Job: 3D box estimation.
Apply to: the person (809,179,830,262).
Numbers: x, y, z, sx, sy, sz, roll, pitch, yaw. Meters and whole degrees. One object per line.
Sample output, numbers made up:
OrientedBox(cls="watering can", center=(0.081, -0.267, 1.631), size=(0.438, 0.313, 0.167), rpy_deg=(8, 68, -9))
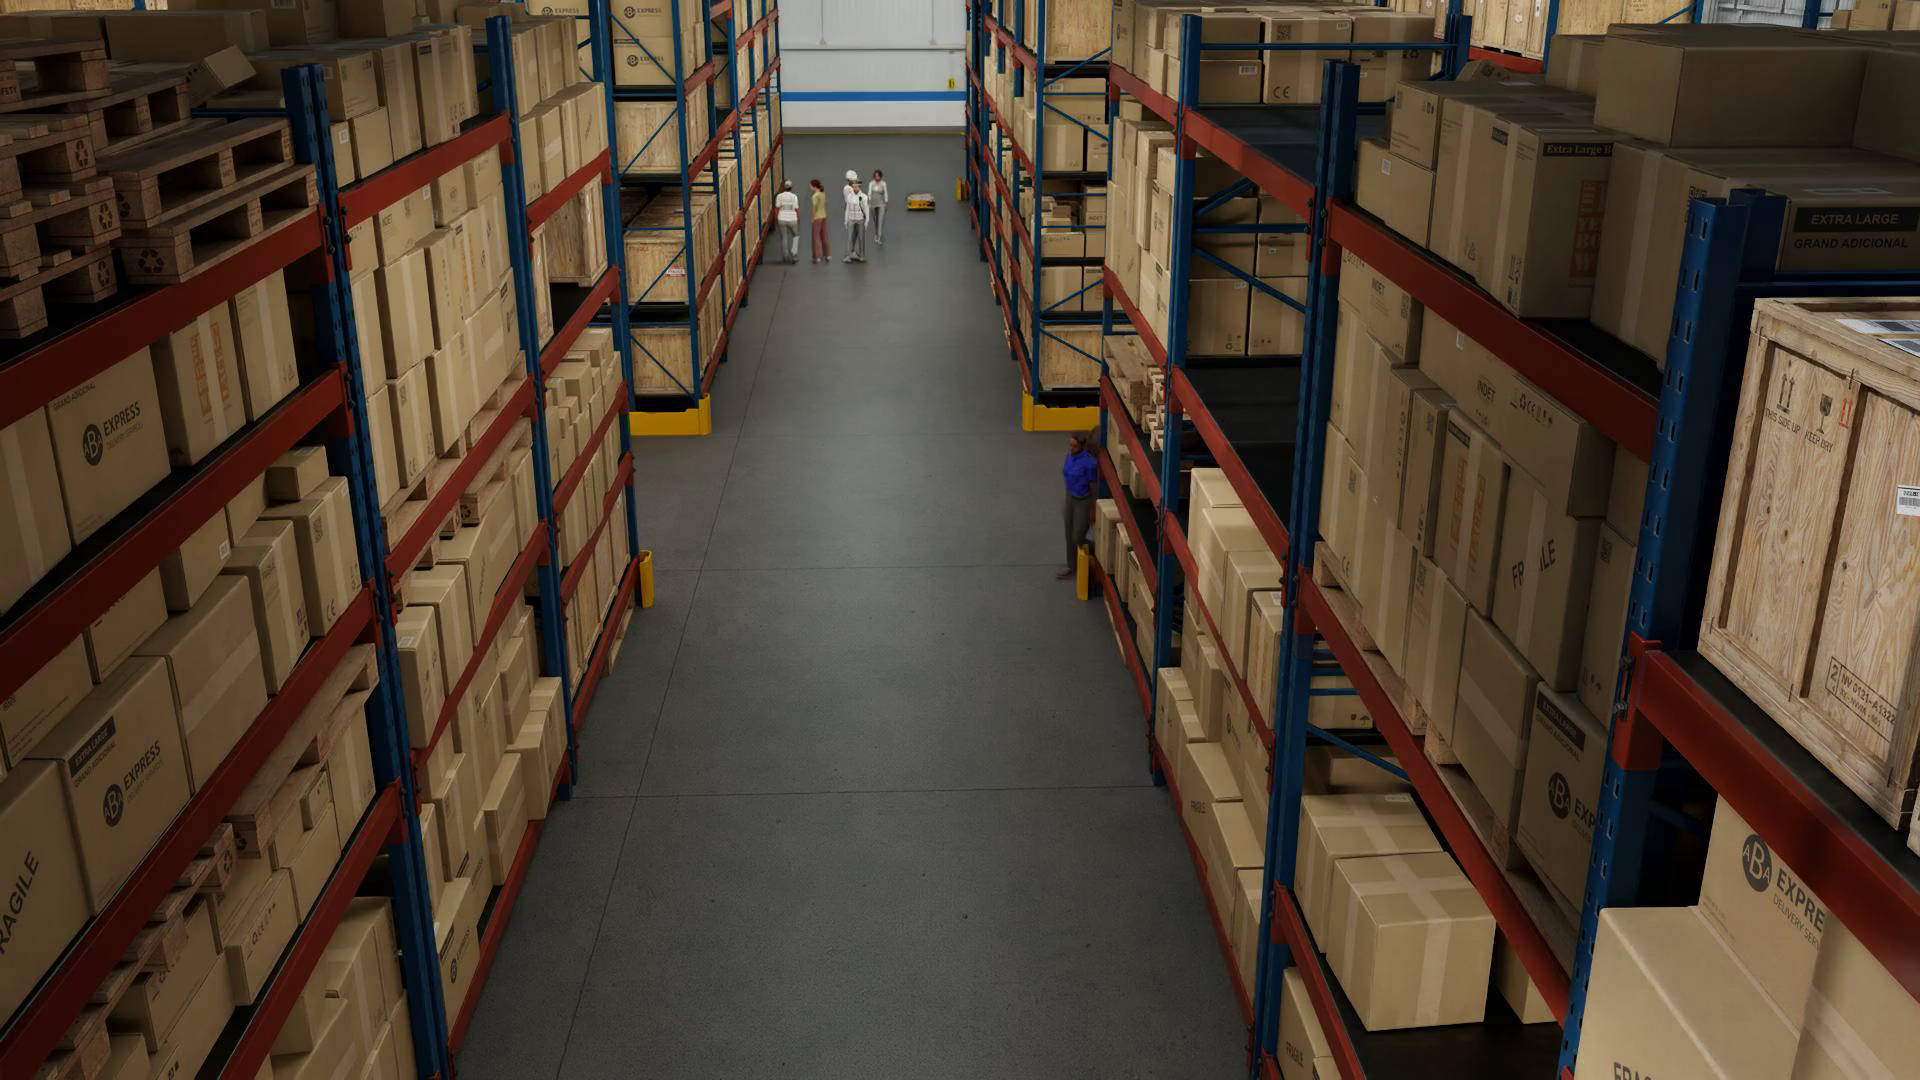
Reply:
OrientedBox(cls="person", center=(-2.934, -6.590, 34.254), size=(0.360, 1.677, 0.455), rpy_deg=(9, 22, 23))

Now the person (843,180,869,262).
OrientedBox(cls="person", center=(-2.156, -6.533, 34.115), size=(0.518, 1.671, 0.637), rpy_deg=(5, 21, 13))

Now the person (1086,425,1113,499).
OrientedBox(cls="person", center=(1.544, -0.577, 18.040), size=(0.610, 1.805, 0.477), rpy_deg=(15, 25, 35))

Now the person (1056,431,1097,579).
OrientedBox(cls="person", center=(1.268, -0.371, 17.596), size=(0.465, 1.659, 0.522), rpy_deg=(-14, 25, -34))

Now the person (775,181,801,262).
OrientedBox(cls="person", center=(-3.537, -6.551, 34.182), size=(0.506, 1.663, 0.459), rpy_deg=(2, 21, 6))

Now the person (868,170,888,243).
OrientedBox(cls="person", center=(-1.809, -7.261, 36.209), size=(0.426, 1.558, 0.883), rpy_deg=(5, 21, 12))

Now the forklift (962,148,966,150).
OrientedBox(cls="forklift", center=(1.430, -12.621, 48.658), size=(3.031, 2.941, 1.121), rpy_deg=(17, 26, 38))

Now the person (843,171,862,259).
OrientedBox(cls="person", center=(-2.201, -6.804, 34.684), size=(0.398, 1.787, 0.669), rpy_deg=(5, 21, 13))

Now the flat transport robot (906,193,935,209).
OrientedBox(cls="flat transport robot", center=(-0.980, -8.362, 41.131), size=(0.659, 0.255, 1.431), rpy_deg=(-1, 21, -4))
